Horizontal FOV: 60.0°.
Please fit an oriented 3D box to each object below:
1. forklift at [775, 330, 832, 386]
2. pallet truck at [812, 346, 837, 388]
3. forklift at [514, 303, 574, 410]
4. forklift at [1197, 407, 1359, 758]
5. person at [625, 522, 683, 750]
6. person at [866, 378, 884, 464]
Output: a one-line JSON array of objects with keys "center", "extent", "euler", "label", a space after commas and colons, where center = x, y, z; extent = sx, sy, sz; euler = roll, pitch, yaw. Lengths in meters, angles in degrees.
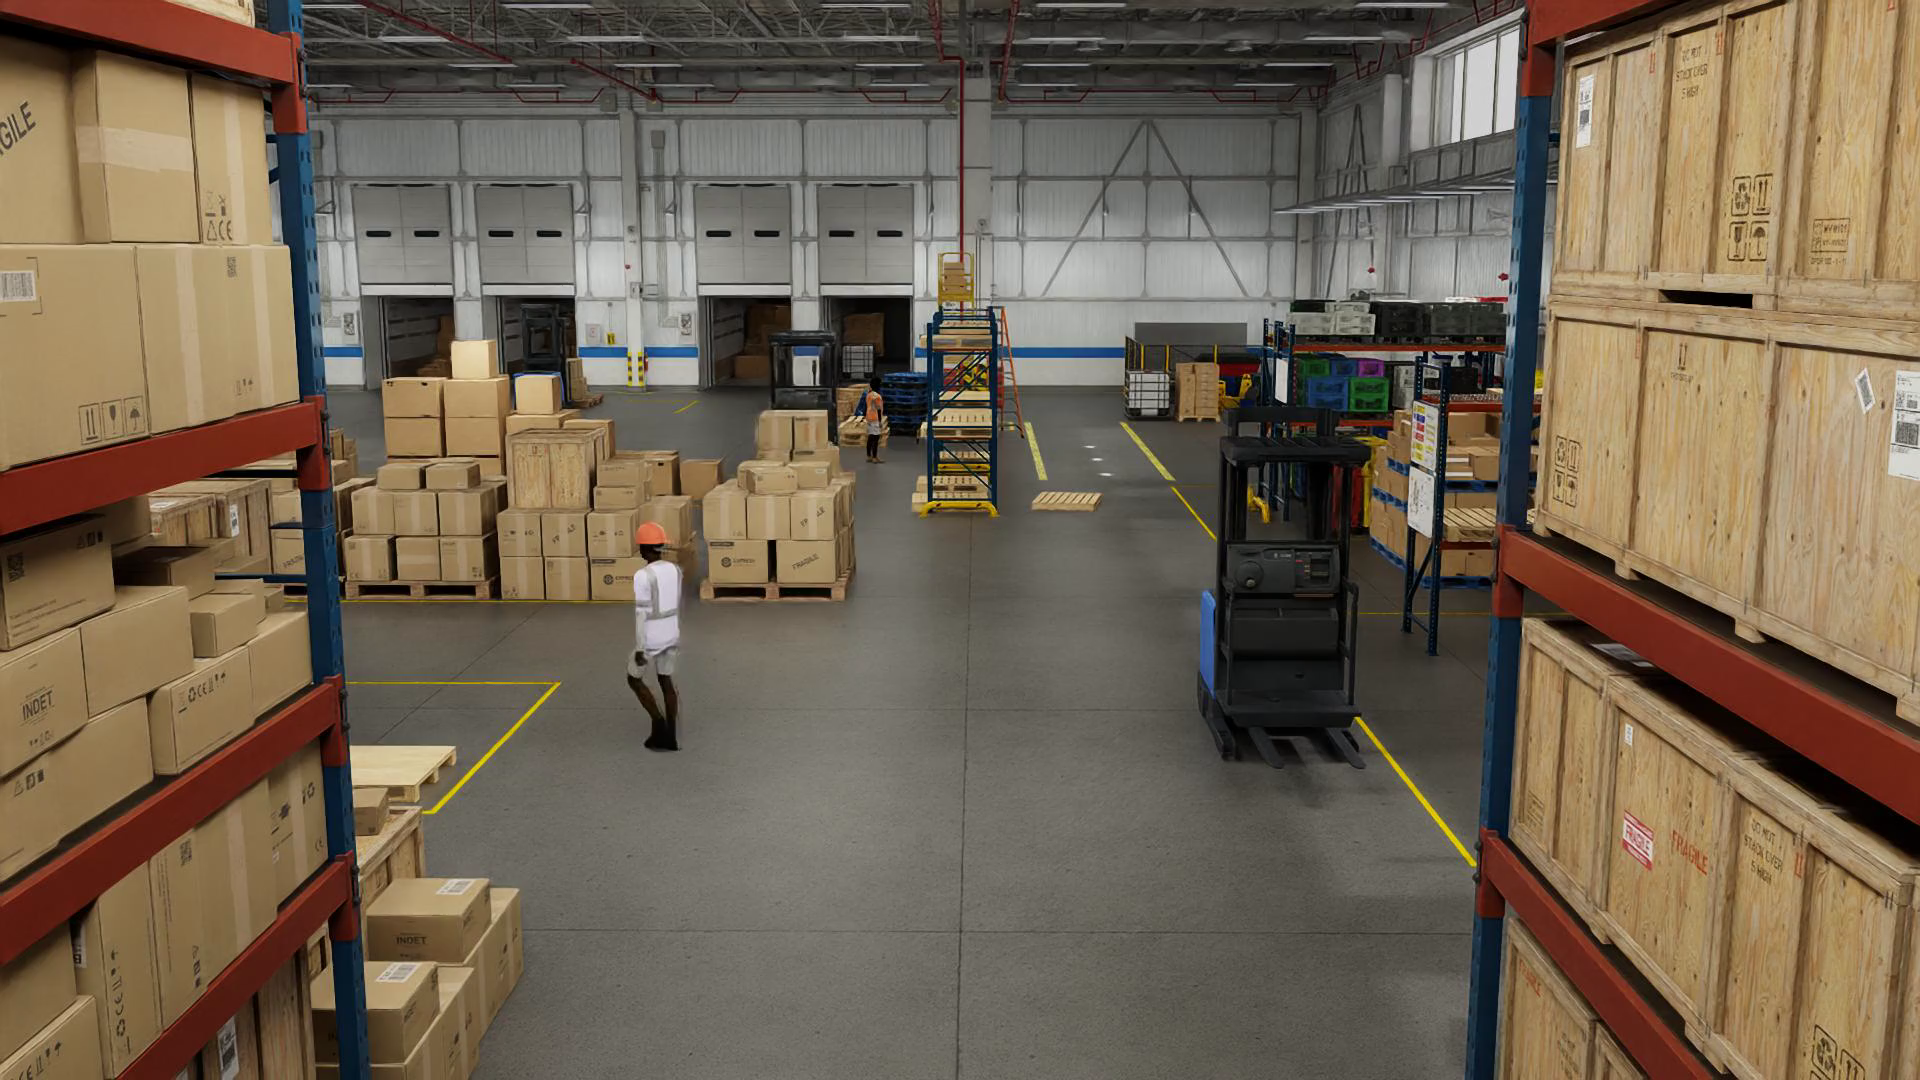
[{"center": [-2.607, -2.126, 27.965], "extent": [1.129, 2.768, 1.873], "euler": [0, 10, -3], "label": "forklift"}, {"center": [-3.021, -4.312, 43.126], "extent": [1.885, 1.965, 0.823], "euler": [3, 10, 17], "label": "pallet truck"}, {"center": [-10.721, -4.667, 42.626], "extent": [1.129, 2.768, 1.873], "euler": [0, 10, 1], "label": "forklift"}, {"center": [2.693, 0.259, 14.208], "extent": [1.129, 2.768, 1.873], "euler": [0, 10, 1], "label": "forklift"}, {"center": [-2.527, 0.806, 13.796], "extent": [0.417, 1.921, 0.577], "euler": [6, 11, 30], "label": "person"}, {"center": [-1.677, -2.346, 32.677], "extent": [0.322, 1.689, 0.530], "euler": [-5, 11, -25], "label": "person"}]
